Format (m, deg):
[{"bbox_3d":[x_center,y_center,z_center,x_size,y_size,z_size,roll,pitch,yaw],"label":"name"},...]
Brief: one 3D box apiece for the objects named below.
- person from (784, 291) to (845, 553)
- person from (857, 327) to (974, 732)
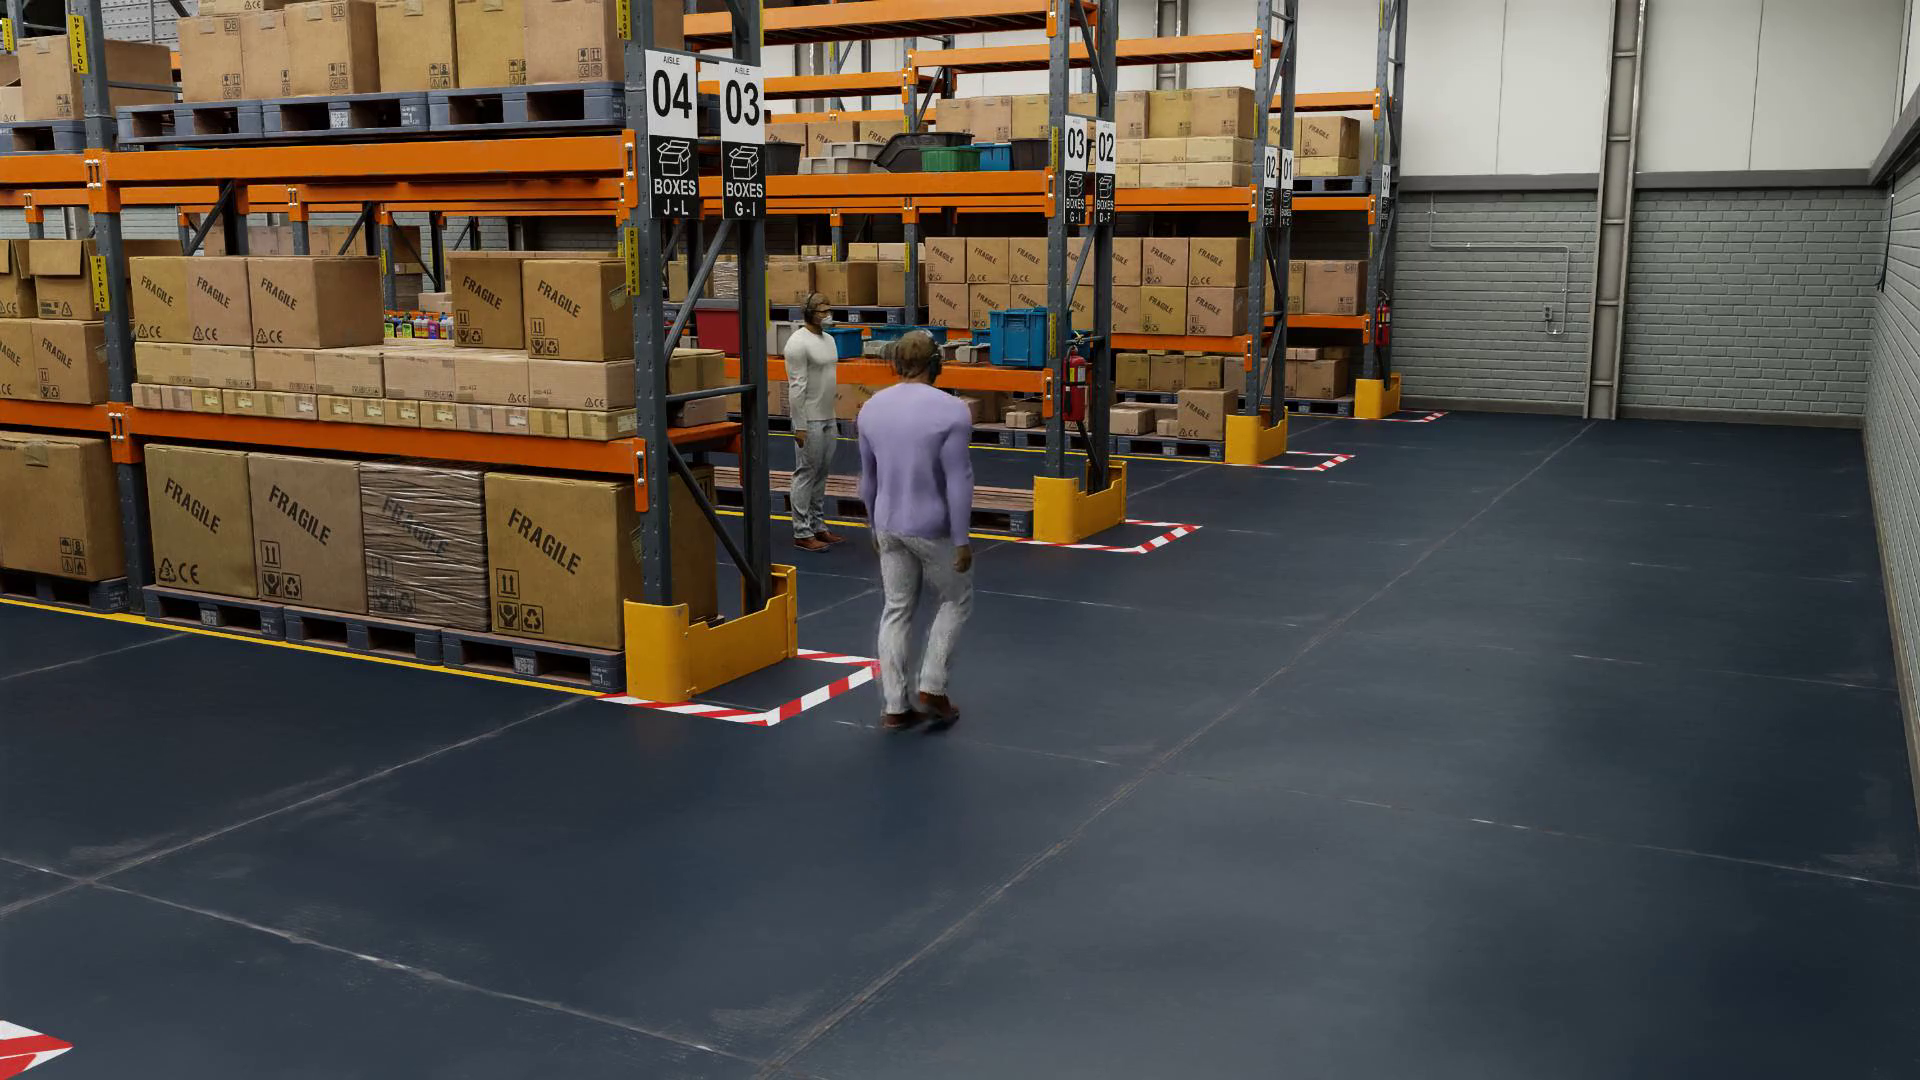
[{"bbox_3d":[-1.083,-0.886,12.455,0.357,1.938,0.638,4,11,20],"label":"person"},{"bbox_3d":[-0.196,-0.043,7.911,0.654,1.916,0.520,6,12,31],"label":"person"}]
